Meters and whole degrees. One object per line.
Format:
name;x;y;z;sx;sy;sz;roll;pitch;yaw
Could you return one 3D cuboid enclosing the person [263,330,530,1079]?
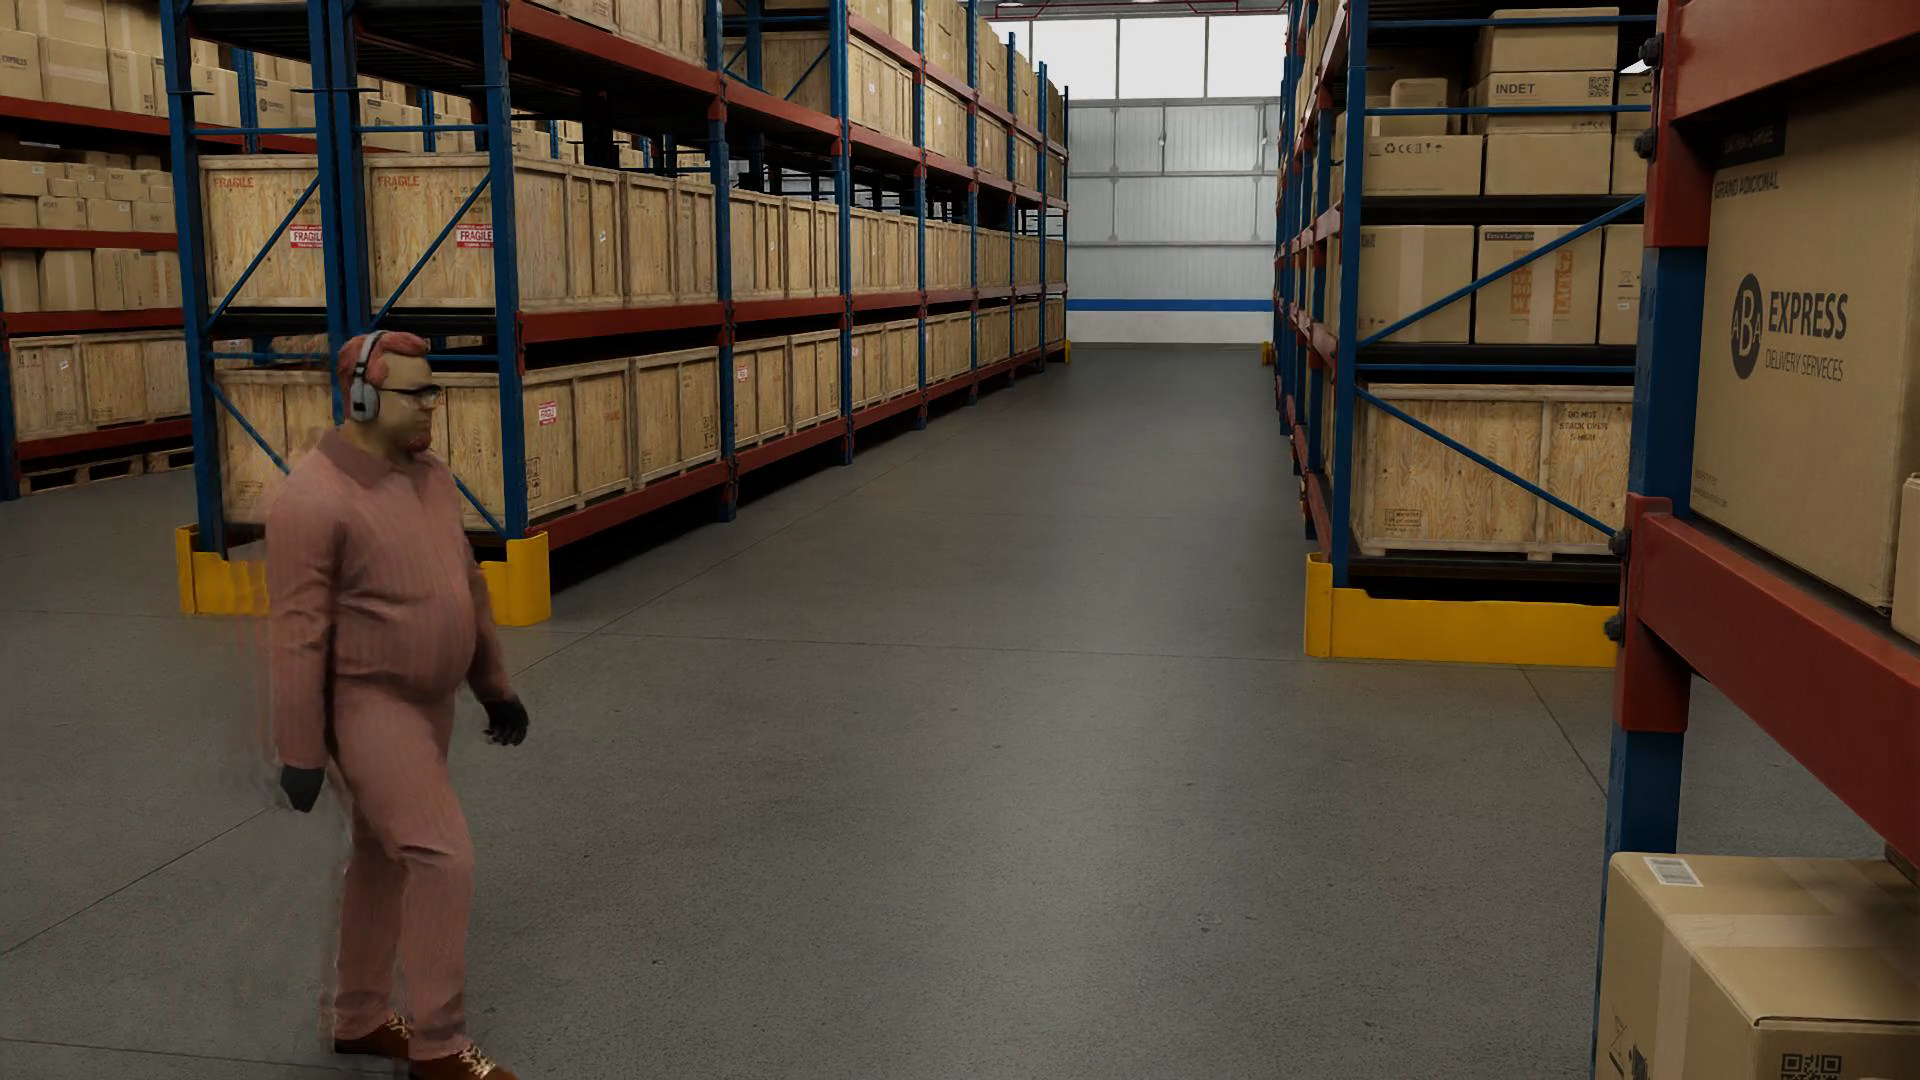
person;-1.308;0.432;4.118;0.740;1.880;0.647;1;9;6
